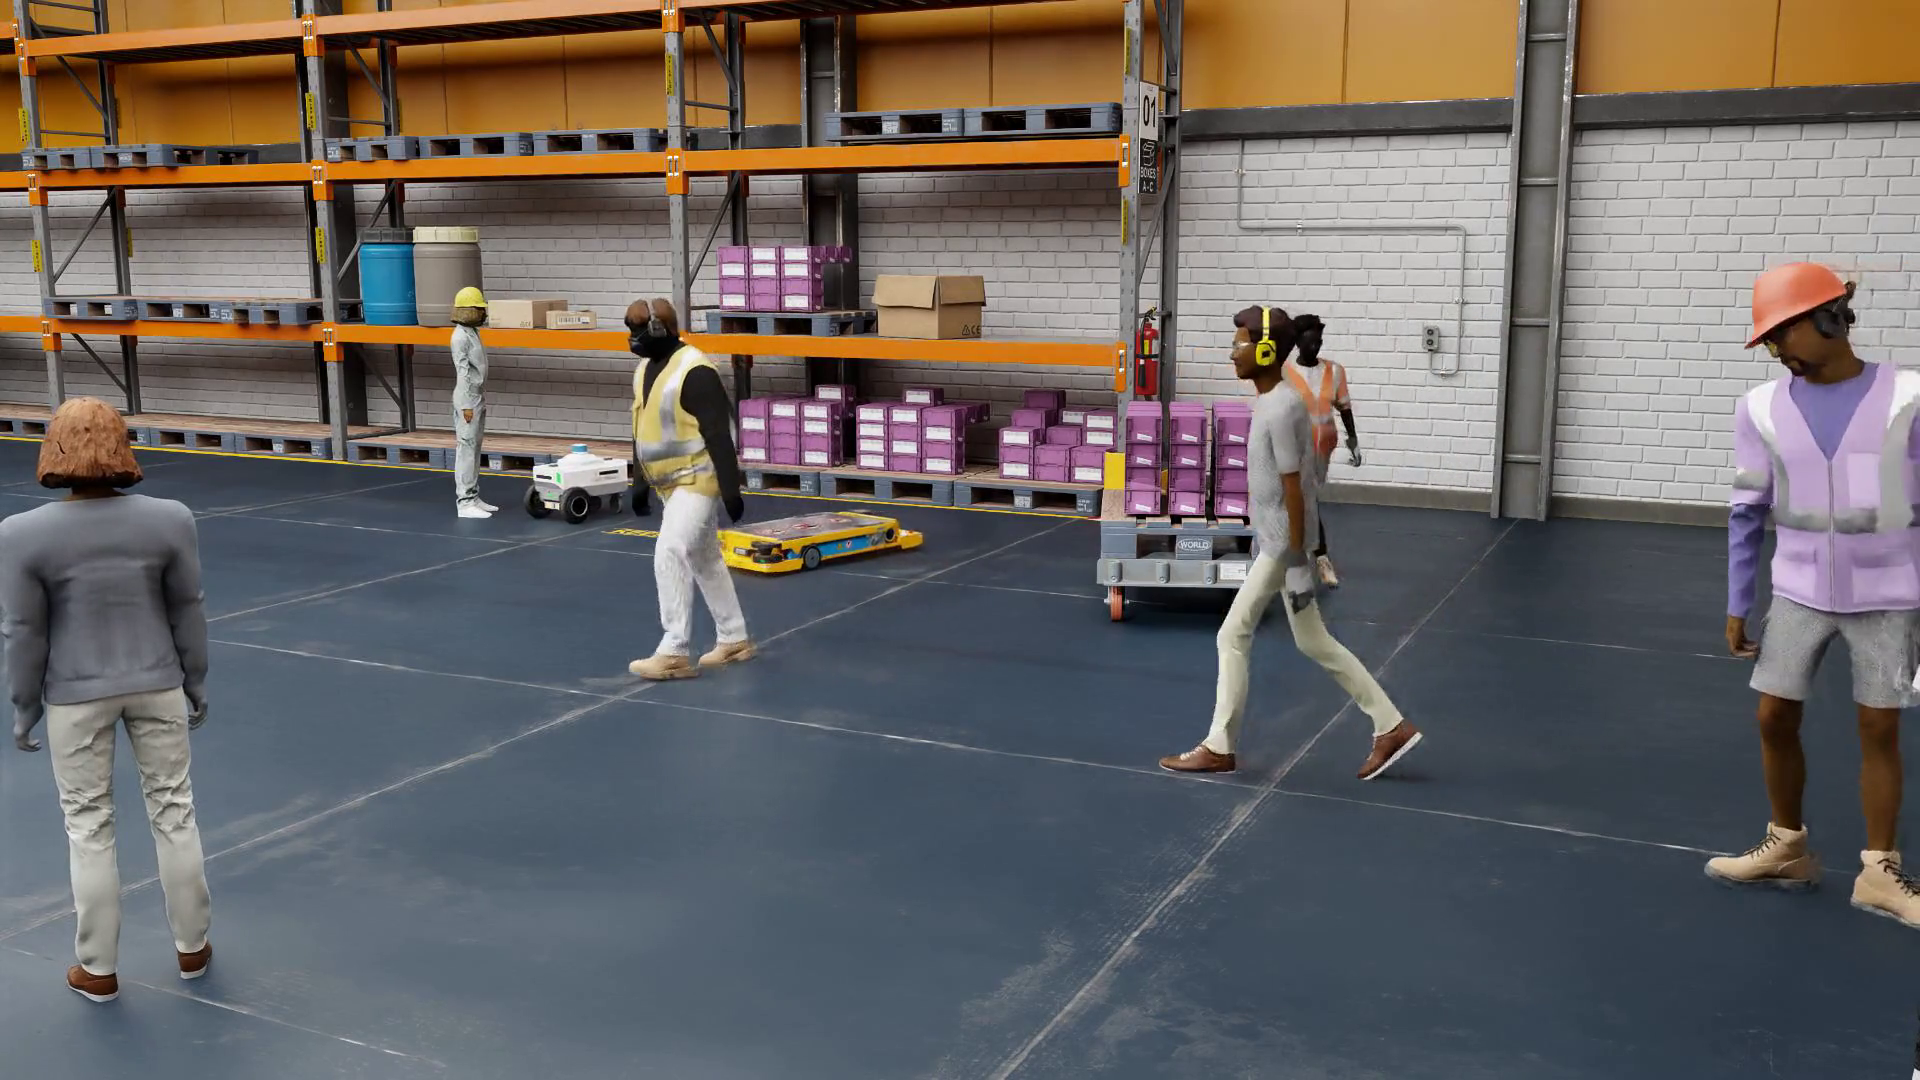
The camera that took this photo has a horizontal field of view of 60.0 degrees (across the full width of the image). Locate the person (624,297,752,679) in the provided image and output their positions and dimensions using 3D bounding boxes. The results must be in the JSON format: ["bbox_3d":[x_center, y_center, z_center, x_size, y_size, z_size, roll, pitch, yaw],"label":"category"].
[{"bbox_3d":[-1.333,-0.245,7.906,0.804,1.797,0.646,-6,12,-31],"label":"person"}]

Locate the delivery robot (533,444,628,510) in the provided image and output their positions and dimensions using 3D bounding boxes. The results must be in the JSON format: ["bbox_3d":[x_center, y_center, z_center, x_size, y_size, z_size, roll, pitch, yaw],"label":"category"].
[{"bbox_3d":[-2.854,-0.482,12.553,0.477,0.478,0.707,8,13,38],"label":"delivery robot"}]

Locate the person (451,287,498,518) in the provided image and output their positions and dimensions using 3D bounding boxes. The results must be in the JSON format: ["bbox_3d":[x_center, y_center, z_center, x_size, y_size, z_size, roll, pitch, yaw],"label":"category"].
[{"bbox_3d":[-3.697,-1.047,12.654,0.309,1.743,0.494,-1,10,-5],"label":"person"}]

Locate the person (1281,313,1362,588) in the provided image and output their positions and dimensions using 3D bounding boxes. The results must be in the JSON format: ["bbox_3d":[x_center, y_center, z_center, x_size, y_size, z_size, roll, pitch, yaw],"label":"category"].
[{"bbox_3d":[2.133,-0.578,10.269,0.590,1.645,0.901,-3,10,-18],"label":"person"}]

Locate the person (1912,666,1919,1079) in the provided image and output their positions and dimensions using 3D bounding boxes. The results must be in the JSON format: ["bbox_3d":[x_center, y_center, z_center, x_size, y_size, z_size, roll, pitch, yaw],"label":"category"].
[{"bbox_3d":[2.470,0.393,3.909,0.391,1.920,0.593,7,12,36],"label":"person"}]

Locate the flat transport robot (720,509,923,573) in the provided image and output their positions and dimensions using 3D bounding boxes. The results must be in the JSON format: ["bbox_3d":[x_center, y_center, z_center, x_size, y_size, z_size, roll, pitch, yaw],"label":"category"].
[{"bbox_3d":[-0.963,-0.009,10.924,0.652,0.197,1.431,8,13,40],"label":"flat transport robot"}]

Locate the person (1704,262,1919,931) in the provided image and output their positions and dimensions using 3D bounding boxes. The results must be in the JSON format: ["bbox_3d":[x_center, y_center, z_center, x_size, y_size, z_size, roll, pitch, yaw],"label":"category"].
[{"bbox_3d":[2.678,0.181,4.967,0.770,1.993,0.391,9,13,41],"label":"person"}]

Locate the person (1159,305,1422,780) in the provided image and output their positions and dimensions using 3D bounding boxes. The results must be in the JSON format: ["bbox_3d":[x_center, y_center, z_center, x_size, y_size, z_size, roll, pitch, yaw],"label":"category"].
[{"bbox_3d":[1.293,0.027,6.309,0.952,1.826,0.533,2,10,12],"label":"person"}]

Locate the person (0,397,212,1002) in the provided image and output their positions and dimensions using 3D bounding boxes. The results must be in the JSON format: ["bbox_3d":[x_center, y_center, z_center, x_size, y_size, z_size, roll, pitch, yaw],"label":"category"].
[{"bbox_3d":[-2.295,0.431,4.509,0.497,1.633,0.283,-7,12,-36],"label":"person"}]
